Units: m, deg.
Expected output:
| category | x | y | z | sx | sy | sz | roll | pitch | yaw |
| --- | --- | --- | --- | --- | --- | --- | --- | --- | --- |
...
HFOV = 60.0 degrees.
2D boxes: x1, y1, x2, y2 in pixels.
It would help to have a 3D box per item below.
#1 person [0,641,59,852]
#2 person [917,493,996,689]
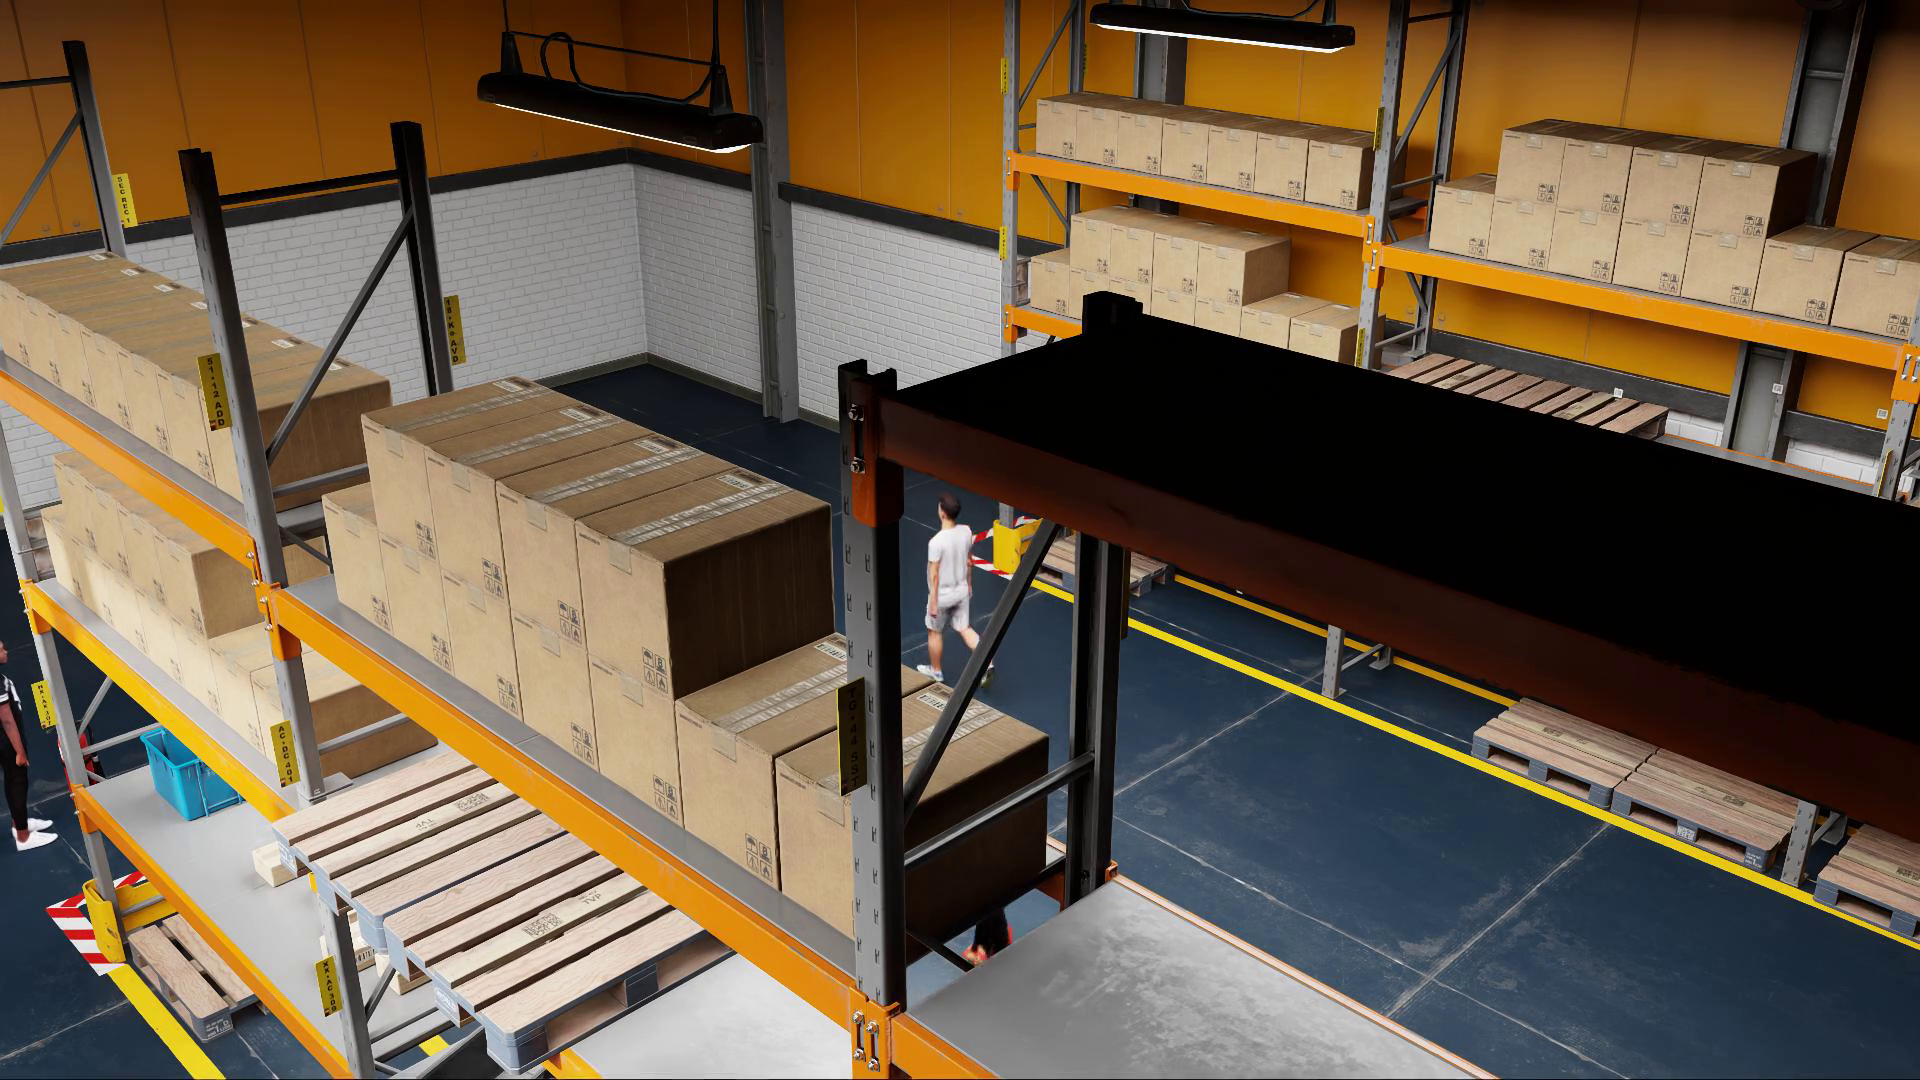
| category | x | y | z | sx | sy | sz | roll | pitch | yaw |
| --- | --- | --- | --- | --- | --- | --- | --- | --- | --- |
| person | -7.139 | 1.502 | 12.457 | 0.662 | 1.729 | 0.500 | -19 | 30 | -37 |
| person | -0.029 | 0.492 | 14.636 | 1.067 | 1.834 | 0.675 | 21 | 31 | 39 |
